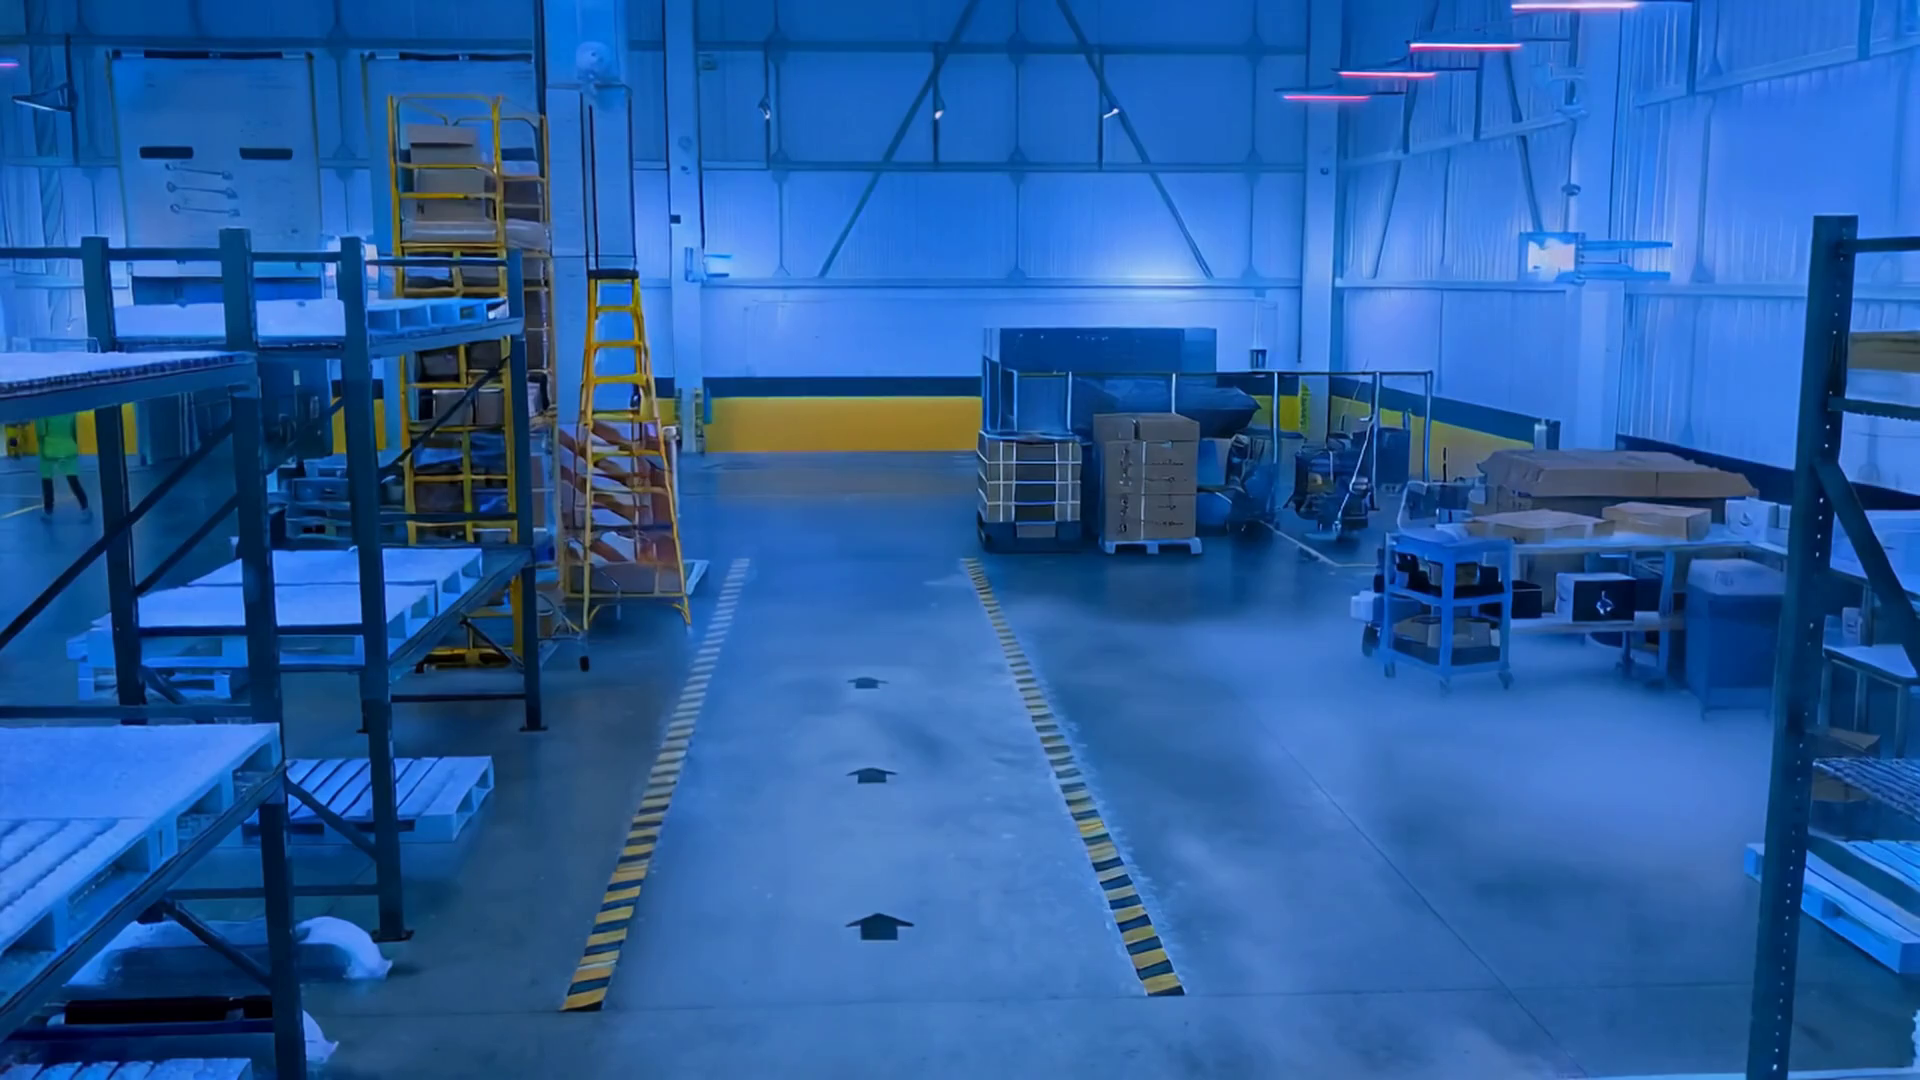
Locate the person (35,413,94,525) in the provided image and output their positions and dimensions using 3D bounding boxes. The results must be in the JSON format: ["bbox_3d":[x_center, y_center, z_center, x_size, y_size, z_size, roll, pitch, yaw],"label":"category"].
[{"bbox_3d":[-10.377,-0.998,19.216,0.845,1.662,0.537,5,10,30],"label":"person"}]

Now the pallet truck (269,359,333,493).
[{"bbox_3d":[-7.062,-1.131,18.996,1.885,1.965,0.823,2,9,13],"label":"pallet truck"}]
